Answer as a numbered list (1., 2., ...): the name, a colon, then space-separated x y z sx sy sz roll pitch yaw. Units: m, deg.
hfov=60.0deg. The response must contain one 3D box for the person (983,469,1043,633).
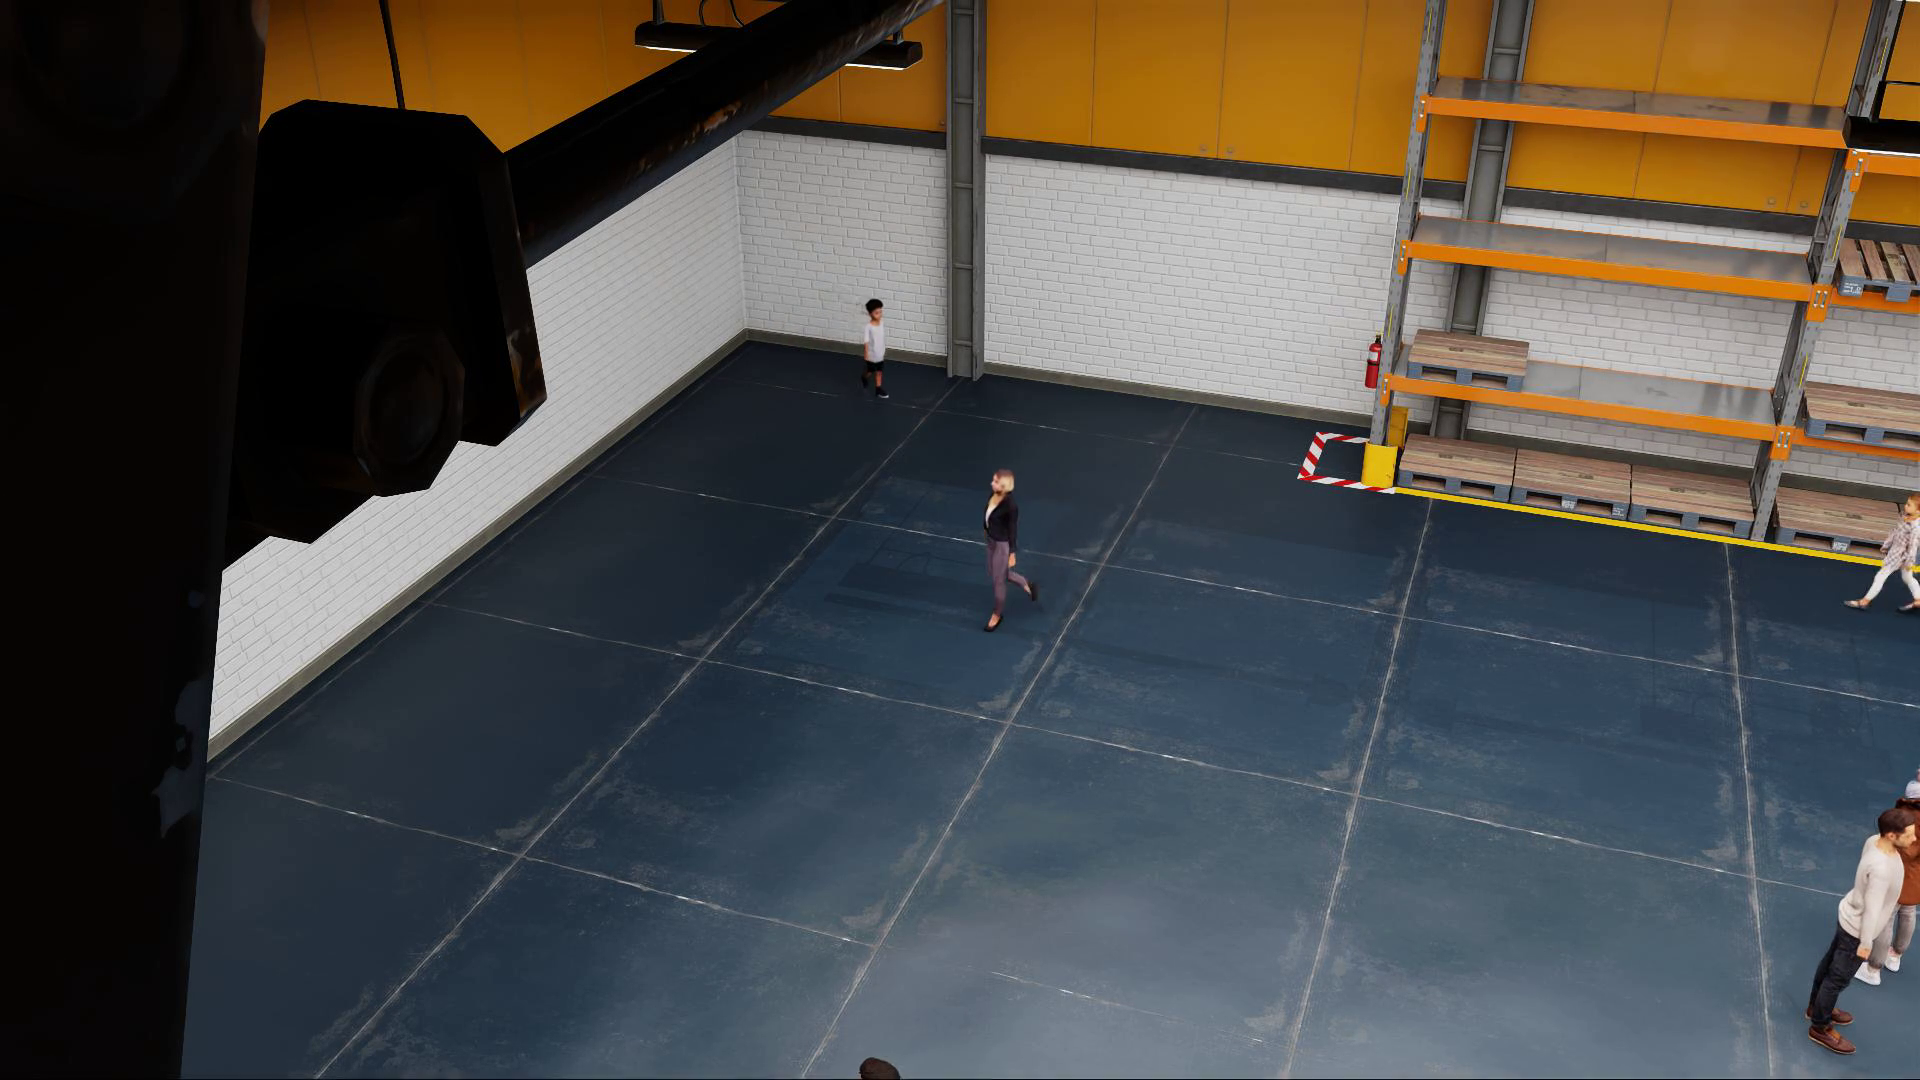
1. person: 0.467 0.079 15.557 0.966 1.654 0.911 -13 31 -23

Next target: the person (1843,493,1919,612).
1. person: 9.035 0.148 15.822 0.951 1.279 0.539 9 30 15

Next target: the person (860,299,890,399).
1. person: -1.078 -2.369 20.463 0.656 1.253 0.764 -24 37 -37

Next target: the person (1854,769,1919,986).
1. person: 6.497 2.253 11.378 0.855 1.839 0.908 -15 32 -25

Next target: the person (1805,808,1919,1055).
1. person: 5.882 2.507 10.886 0.565 1.865 0.674 12 31 21
